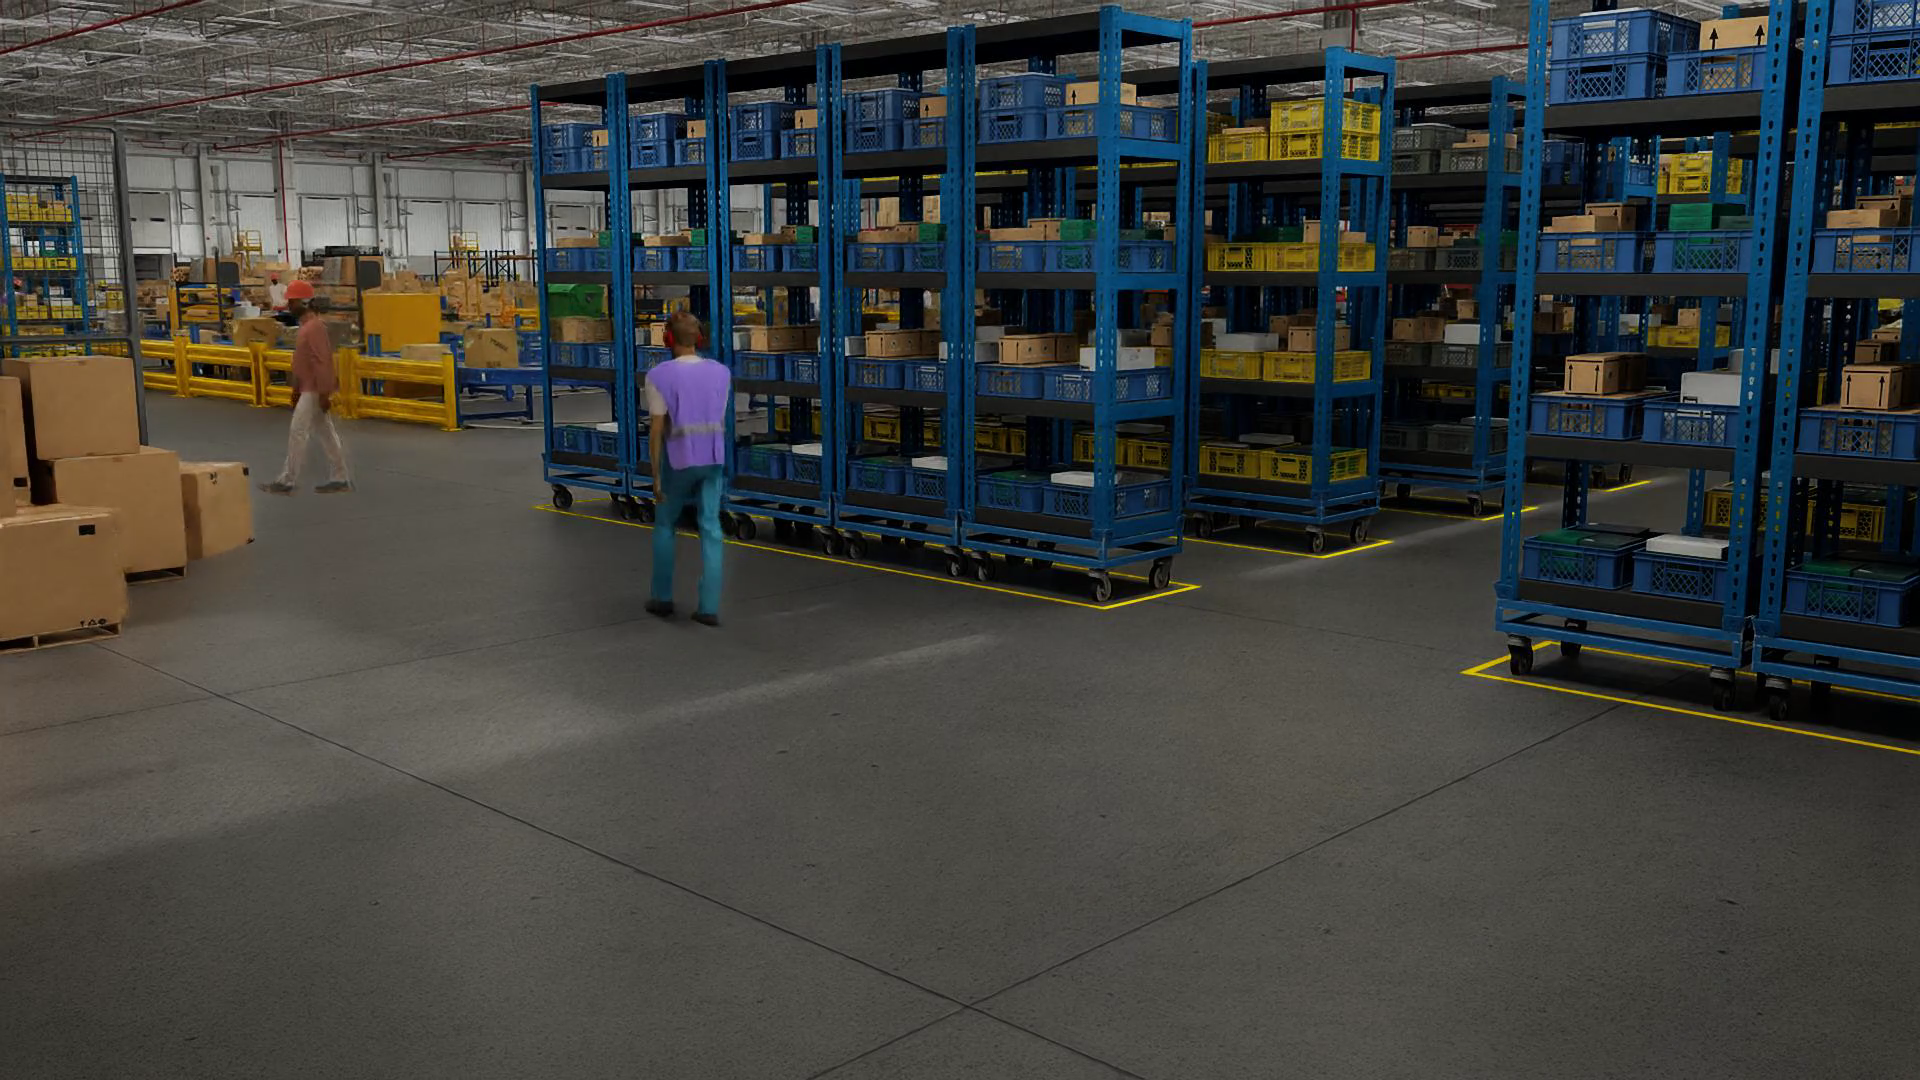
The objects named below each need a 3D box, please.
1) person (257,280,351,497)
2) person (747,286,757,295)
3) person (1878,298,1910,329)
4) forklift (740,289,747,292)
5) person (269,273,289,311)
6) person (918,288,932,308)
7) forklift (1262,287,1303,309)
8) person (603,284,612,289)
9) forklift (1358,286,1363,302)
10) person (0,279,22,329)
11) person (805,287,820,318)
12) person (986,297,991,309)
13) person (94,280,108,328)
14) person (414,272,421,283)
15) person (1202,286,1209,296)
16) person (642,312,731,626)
[{"bbox_3d":[-6.040,-1.368,15.145,0.925,1.954,0.649,-5,10,-26],"label":"person"},{"bbox_3d":[-8.954,-10.381,71.453,0.522,1.621,0.635,3,10,16],"label":"person"},{"bbox_3d":[9.858,-1.718,17.714,0.403,1.823,0.588,2,9,10],"label":"person"},{"bbox_3d":[-9.516,-12.227,78.911,1.873,2.768,1.129,9,13,43],"label":"forklift"},{"bbox_3d":[-20.904,-7.253,51.269,0.643,1.953,0.825,2,9,10],"label":"person"},{"bbox_3d":[-0.918,-5.639,41.786,0.403,1.817,0.597,-4,10,-22],"label":"person"},{"bbox_3d":[10.769,-8.203,54.240,1.129,2.768,1.873,8,12,42],"label":"forklift"},{"bbox_3d":[-15.407,-10.755,72.730,0.502,1.945,0.626,-8,12,-42],"label":"person"},{"bbox_3d":[11.100,-7.017,46.970,1.873,2.768,1.129,9,13,43],"label":"forklift"},{"bbox_3d":[-20.361,-4.703,35.857,0.617,1.886,0.894,-7,12,-39],"label":"person"},{"bbox_3d":[-3.966,-6.154,44.724,0.649,1.886,0.764,-8,13,-42],"label":"person"},{"bbox_3d":[1.169,-8.192,57.691,0.817,1.737,0.528,2,10,15],"label":"person"},{"bbox_3d":[-24.670,-6.609,47.947,0.295,1.744,0.484,8,12,41],"label":"person"},{"bbox_3d":[-23.804,-10.754,72.774,0.378,1.932,0.551,-9,13,-44],"label":"person"},{"bbox_3d":[8.094,-8.040,55.861,0.765,2.028,0.619,-8,12,-42],"label":"person"},{"bbox_3d":[-1.635,-0.425,9.809,0.560,1.808,0.799,-6,11,-32],"label":"person"}]
